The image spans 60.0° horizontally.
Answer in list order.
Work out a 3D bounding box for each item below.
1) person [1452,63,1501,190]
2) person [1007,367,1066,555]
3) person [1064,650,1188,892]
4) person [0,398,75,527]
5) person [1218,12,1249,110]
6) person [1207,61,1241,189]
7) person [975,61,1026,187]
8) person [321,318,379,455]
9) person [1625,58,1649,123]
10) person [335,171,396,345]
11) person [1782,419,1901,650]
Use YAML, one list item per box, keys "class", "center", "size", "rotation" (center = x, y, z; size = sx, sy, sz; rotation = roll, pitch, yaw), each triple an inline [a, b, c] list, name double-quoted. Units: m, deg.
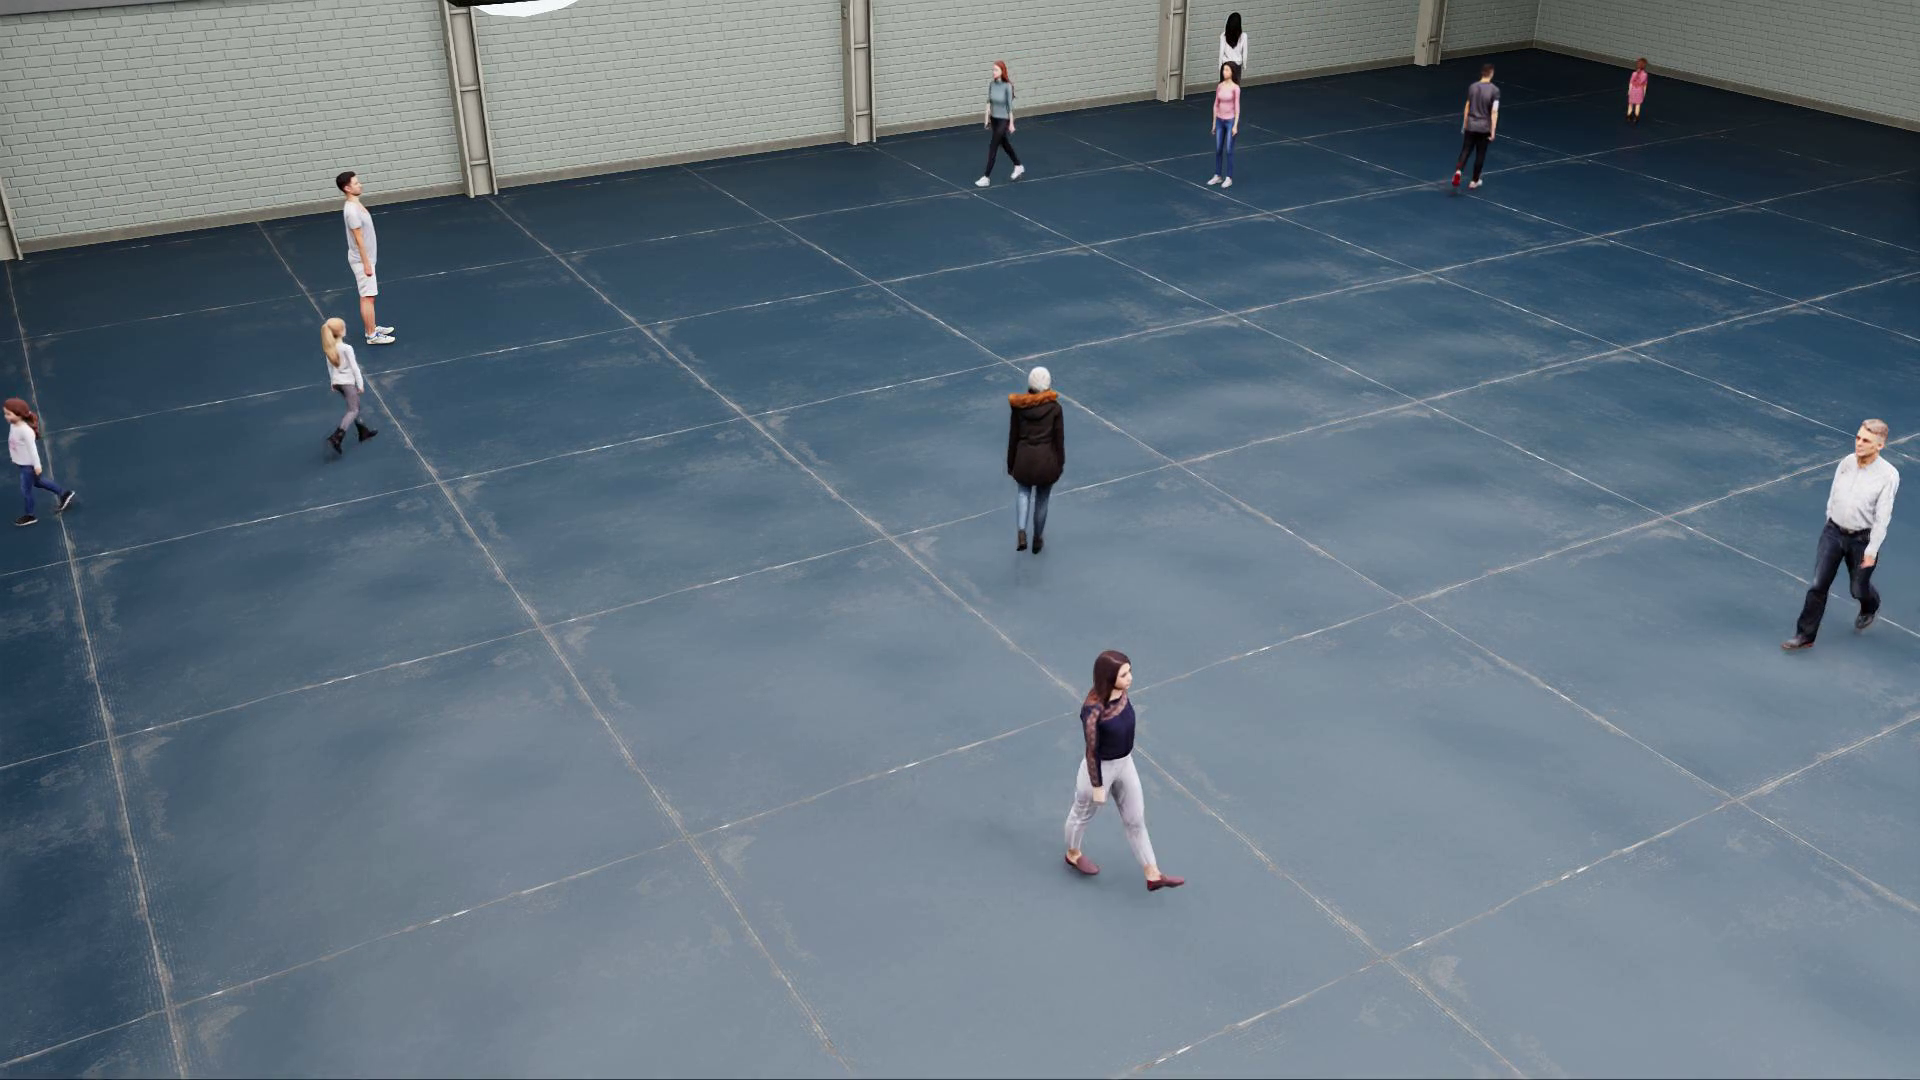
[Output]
- class: "person"
  center: [7.178, -5.727, 23.172]
  size: [0.859, 1.747, 1.035]
  rotation: [20, 33, 34]
- class: "person"
  center: [0.605, -0.596, 13.341]
  size: [0.804, 1.625, 0.862]
  rotation: [4, 28, 9]
- class: "person"
  center: [0.793, 1.333, 9.654]
  size: [0.932, 1.571, 1.033]
  rotation: [18, 32, 31]
- class: "person"
  center: [-7.859, -0.694, 14.113]
  size: [0.598, 1.093, 0.821]
  rotation: [22, 34, 36]
- class: "person"
  center: [4.431, -7.737, 27.127]
  size: [0.670, 1.701, 0.769]
  rotation: [1, 27, 2]
- class: "person"
  center: [3.765, -5.879, 23.474]
  size: [0.561, 1.742, 0.609]
  rotation: [-24, 35, -38]
- class: "person"
  center: [0.627, -5.882, 23.522]
  size: [1.212, 1.702, 0.764]
  rotation: [-22, 34, -36]
- class: "person"
  center: [-5.705, -1.415, 15.332]
  size: [0.771, 1.259, 0.928]
  rotation: [14, 30, 25]
- class: "person"
  center: [11.022, -7.331, 27.080]
  size: [0.501, 1.021, 0.558]
  rotation: [8, 28, 15]
- class: "person"
  center: [-6.406, -3.029, 17.815]
  size: [0.638, 1.856, 0.720]
  rotation: [-9, 29, -17]
- class: "person"
  center: [6.529, -0.035, 12.064]
  size: [1.105, 1.798, 0.650]
  rotation: [-15, 31, -27]
